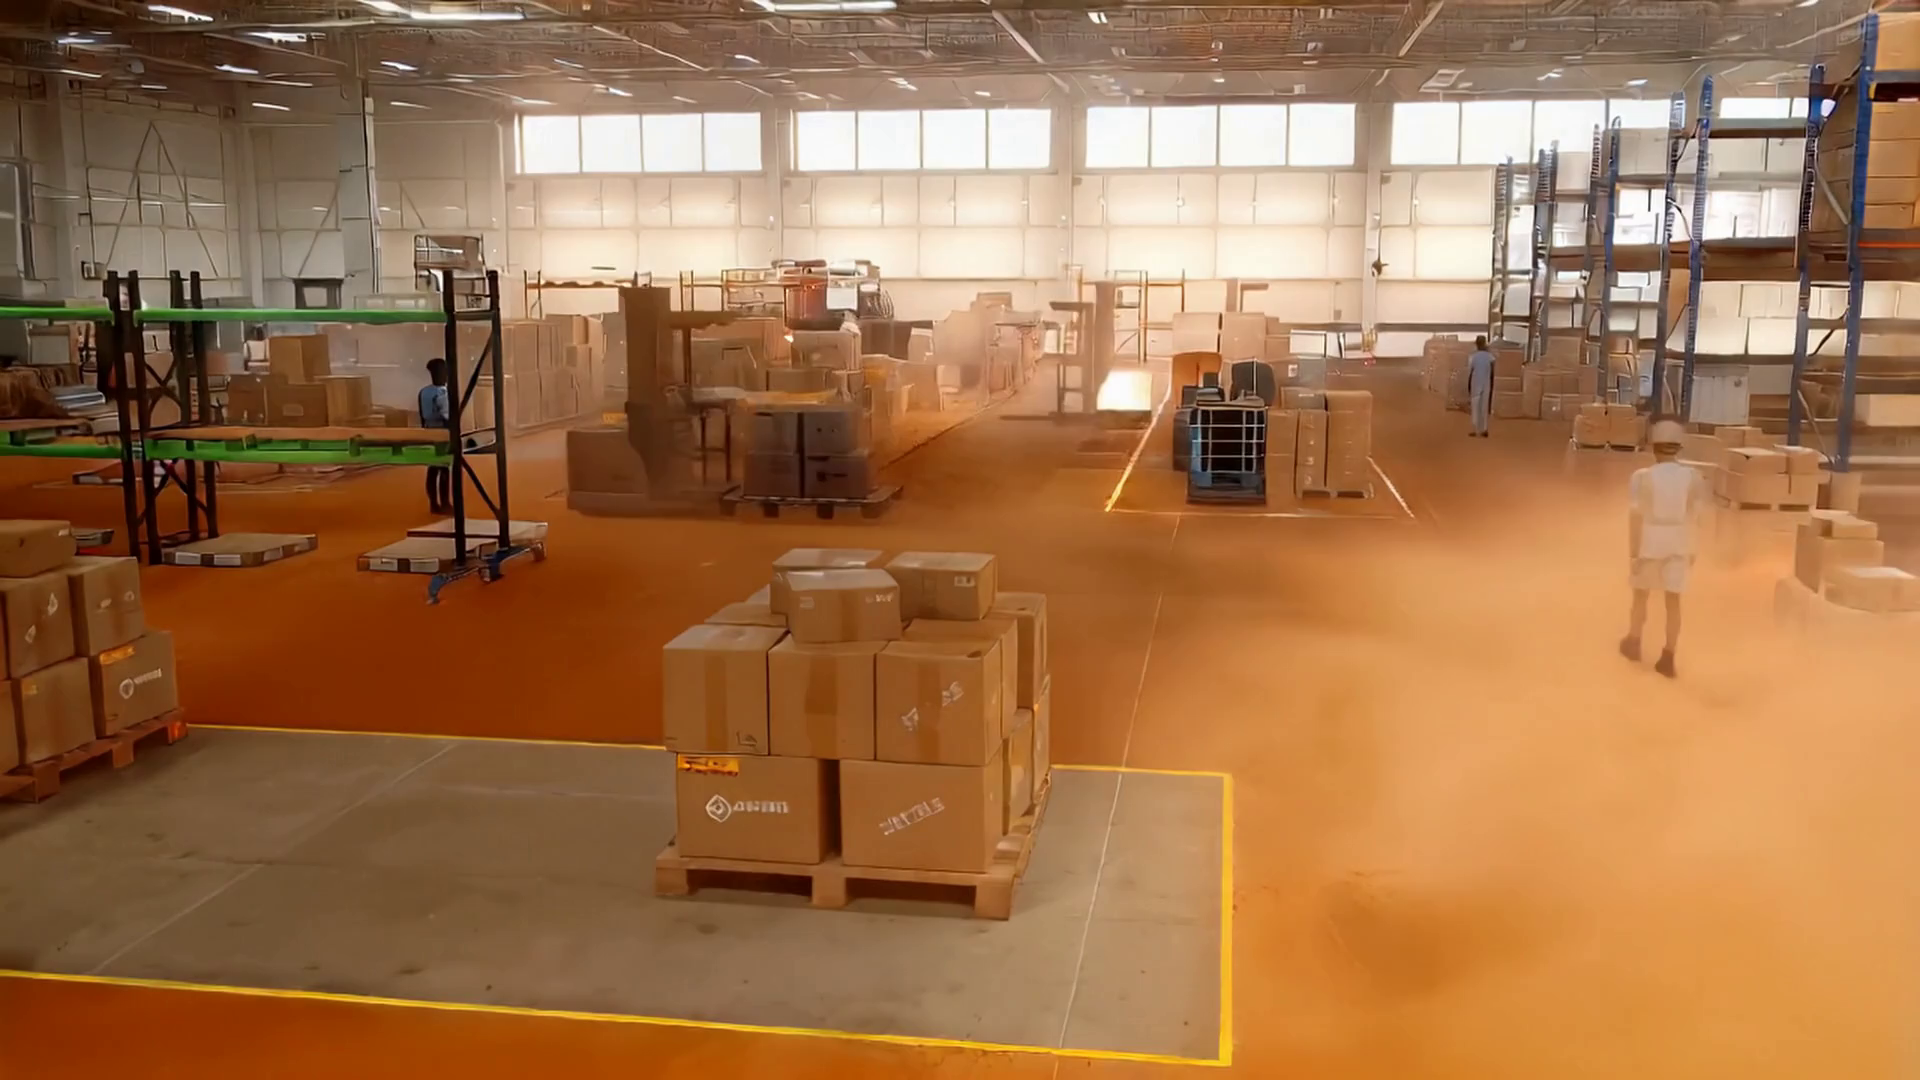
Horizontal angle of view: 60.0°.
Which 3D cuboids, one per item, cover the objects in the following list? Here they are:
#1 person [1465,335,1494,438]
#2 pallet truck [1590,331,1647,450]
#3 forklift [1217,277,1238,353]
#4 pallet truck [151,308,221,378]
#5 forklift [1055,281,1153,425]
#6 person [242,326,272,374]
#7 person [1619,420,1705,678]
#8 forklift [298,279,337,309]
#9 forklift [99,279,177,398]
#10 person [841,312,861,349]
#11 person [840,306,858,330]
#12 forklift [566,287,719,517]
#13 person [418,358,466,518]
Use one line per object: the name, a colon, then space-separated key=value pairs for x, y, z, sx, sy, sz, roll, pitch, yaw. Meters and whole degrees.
person: x=9.436 y=-2.781 z=30.193 sx=0.535 sy=1.864 sz=0.309 roll=-2 pitch=10 yaw=-14
pallet truck: x=11.253 y=-2.573 z=28.499 sx=0.823 sy=1.965 sz=1.885 roll=5 pitch=10 yaw=27
forklift: x=7.861 y=-6.233 z=48.356 sx=1.873 sy=2.768 sz=1.129 roll=1 pitch=9 yaw=9
pallet truck: x=-21.869 y=-5.598 z=47.154 sx=0.823 sy=1.965 sz=1.885 roll=4 pitch=10 yaw=26
forklift: x=2.872 y=-3.709 z=32.791 sx=1.873 sy=2.768 sz=1.129 roll=1 pitch=9 yaw=9
person: x=-14.897 y=-3.601 z=35.250 sx=0.595 sy=1.855 sz=0.725 roll=-3 pitch=10 yaw=-20
person: x=5.326 y=0.044 z=12.645 sx=0.559 sy=1.907 sz=0.832 roll=2 pitch=9 yaw=11
forklift: x=-16.119 y=-5.175 z=41.832 sx=1.129 sy=2.768 sz=1.873 roll=-5 pitch=10 yaw=-28
forklift: x=-19.606 y=-4.720 z=39.027 sx=1.873 sy=2.768 sz=1.129 roll=1 pitch=9 yaw=9
person: x=-2.960 y=-5.220 z=45.063 sx=0.555 sy=1.921 sz=0.403 roll=-5 pitch=10 yaw=-28
person: x=-3.430 y=-6.263 z=51.478 sx=0.624 sy=1.932 sz=0.366 roll=-7 pitch=11 yaw=-36
forklift: x=-3.859 y=-1.742 z=20.660 sx=1.873 sy=2.768 sz=1.129 roll=1 pitch=9 yaw=9
person: x=-6.383 y=-1.247 z=20.416 sx=0.603 sy=1.966 sz=0.368 roll=8 pitch=12 yaw=42
